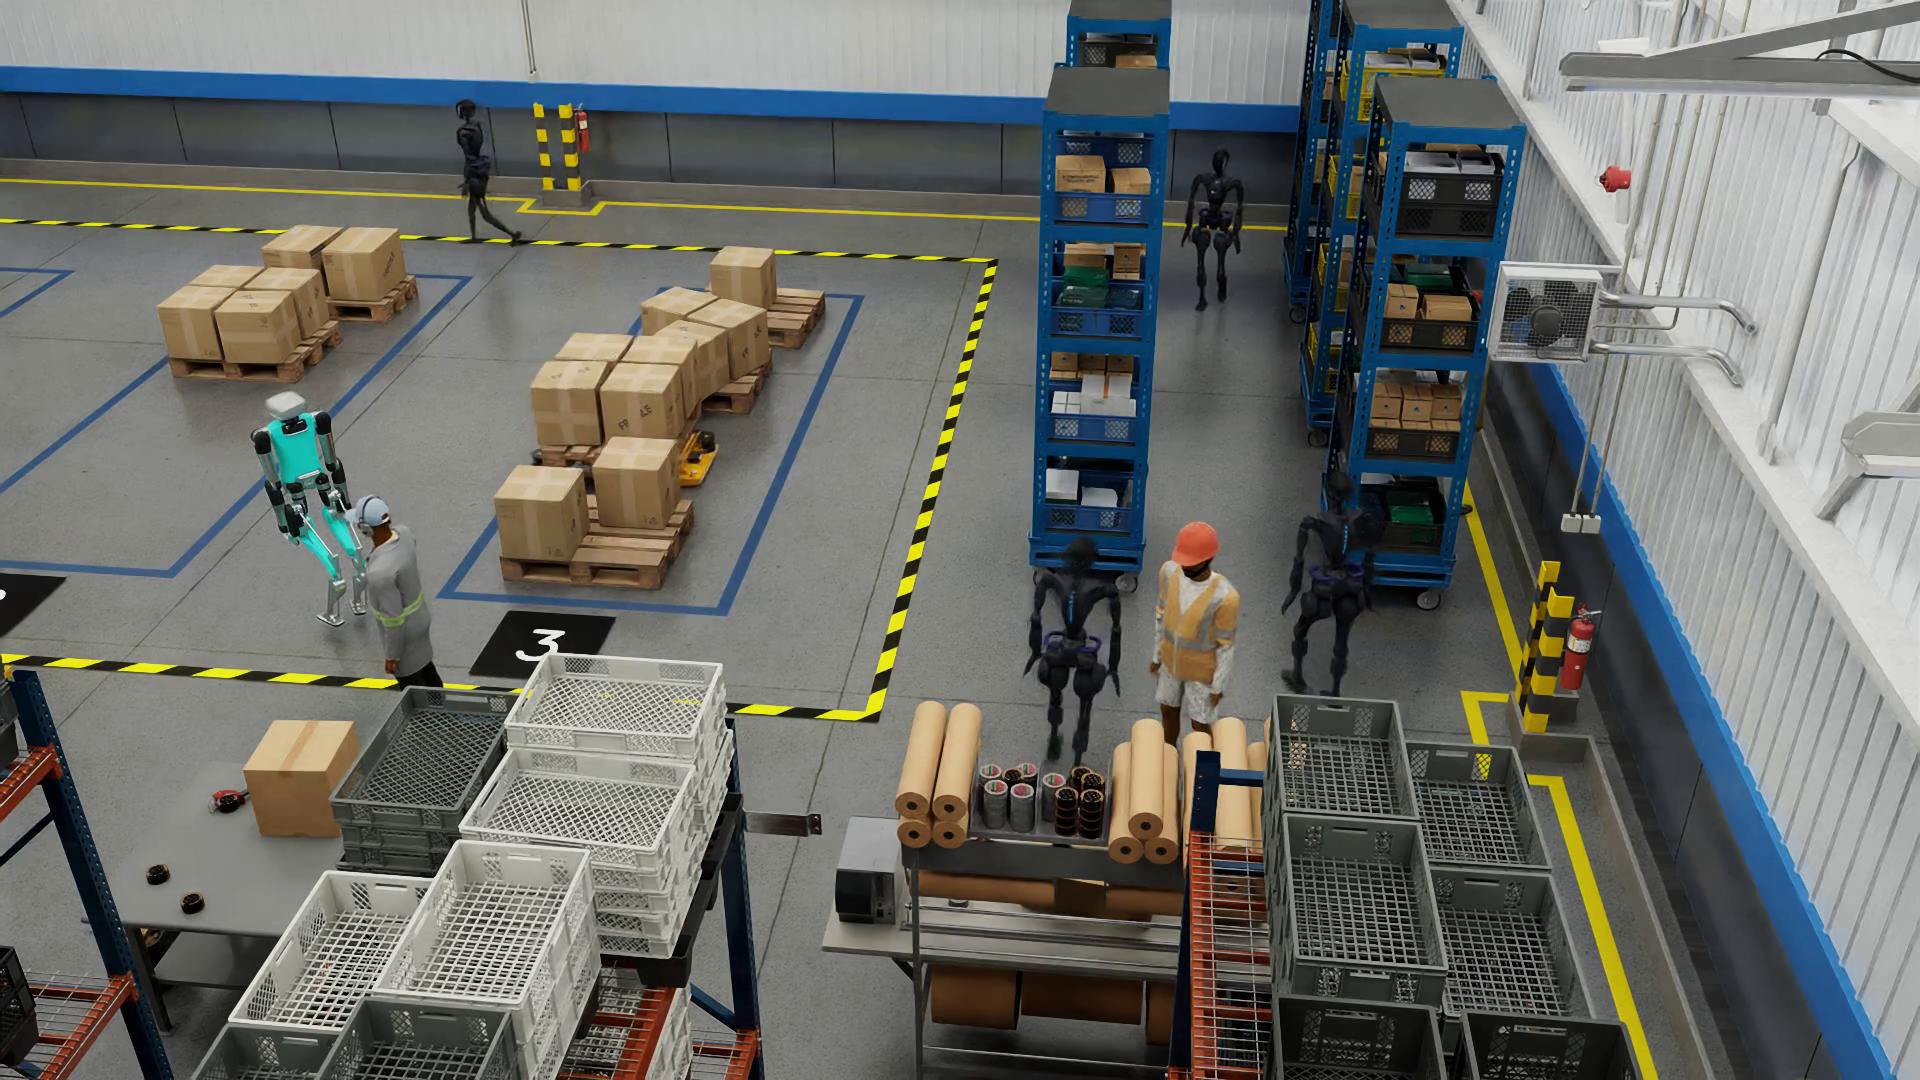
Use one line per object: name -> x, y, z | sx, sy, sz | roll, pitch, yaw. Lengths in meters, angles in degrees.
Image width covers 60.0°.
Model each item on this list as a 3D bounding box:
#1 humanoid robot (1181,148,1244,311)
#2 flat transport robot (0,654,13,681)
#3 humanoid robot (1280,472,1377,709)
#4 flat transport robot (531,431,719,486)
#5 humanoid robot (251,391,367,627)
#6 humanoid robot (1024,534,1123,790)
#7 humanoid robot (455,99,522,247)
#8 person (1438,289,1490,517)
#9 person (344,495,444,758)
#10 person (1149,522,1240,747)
humanoid robot -> 2.533, -3.118, 16.626 | 0.609, 1.642, 0.410 | 10, 32, 16
flat transport robot -> -7.142, 0.969, 11.010 | 1.431, 0.231, 0.659 | 3, 30, 6
humanoid robot -> 2.392, 0.316, 10.729 | 0.595, 1.643, 0.506 | -6, 31, -9
flat transport robot -> -2.795, -0.721, 13.884 | 1.431, 0.197, 0.652 | 3, 30, 6
humanoid robot -> -4.332, -0.151, 11.336 | 0.533, 1.681, 0.735 | -25, 38, -36
humanoid robot -> 0.682, 0.719, 10.045 | 0.610, 1.634, 0.488 | 9, 31, 14
humanoid robot -> -5.238, -3.995, 18.184 | 0.733, 1.654, 0.607 | -1, 30, -2
person -> 3.827, -1.061, 12.925 | 0.394, 1.847, 0.563 | -18, 35, -28
person -> -3.435, 0.546, 10.164 | 0.397, 1.849, 0.591 | -1, 30, -2
person -> 1.335, 0.737, 9.756 | 0.377, 1.933, 0.543 | -26, 39, -37
